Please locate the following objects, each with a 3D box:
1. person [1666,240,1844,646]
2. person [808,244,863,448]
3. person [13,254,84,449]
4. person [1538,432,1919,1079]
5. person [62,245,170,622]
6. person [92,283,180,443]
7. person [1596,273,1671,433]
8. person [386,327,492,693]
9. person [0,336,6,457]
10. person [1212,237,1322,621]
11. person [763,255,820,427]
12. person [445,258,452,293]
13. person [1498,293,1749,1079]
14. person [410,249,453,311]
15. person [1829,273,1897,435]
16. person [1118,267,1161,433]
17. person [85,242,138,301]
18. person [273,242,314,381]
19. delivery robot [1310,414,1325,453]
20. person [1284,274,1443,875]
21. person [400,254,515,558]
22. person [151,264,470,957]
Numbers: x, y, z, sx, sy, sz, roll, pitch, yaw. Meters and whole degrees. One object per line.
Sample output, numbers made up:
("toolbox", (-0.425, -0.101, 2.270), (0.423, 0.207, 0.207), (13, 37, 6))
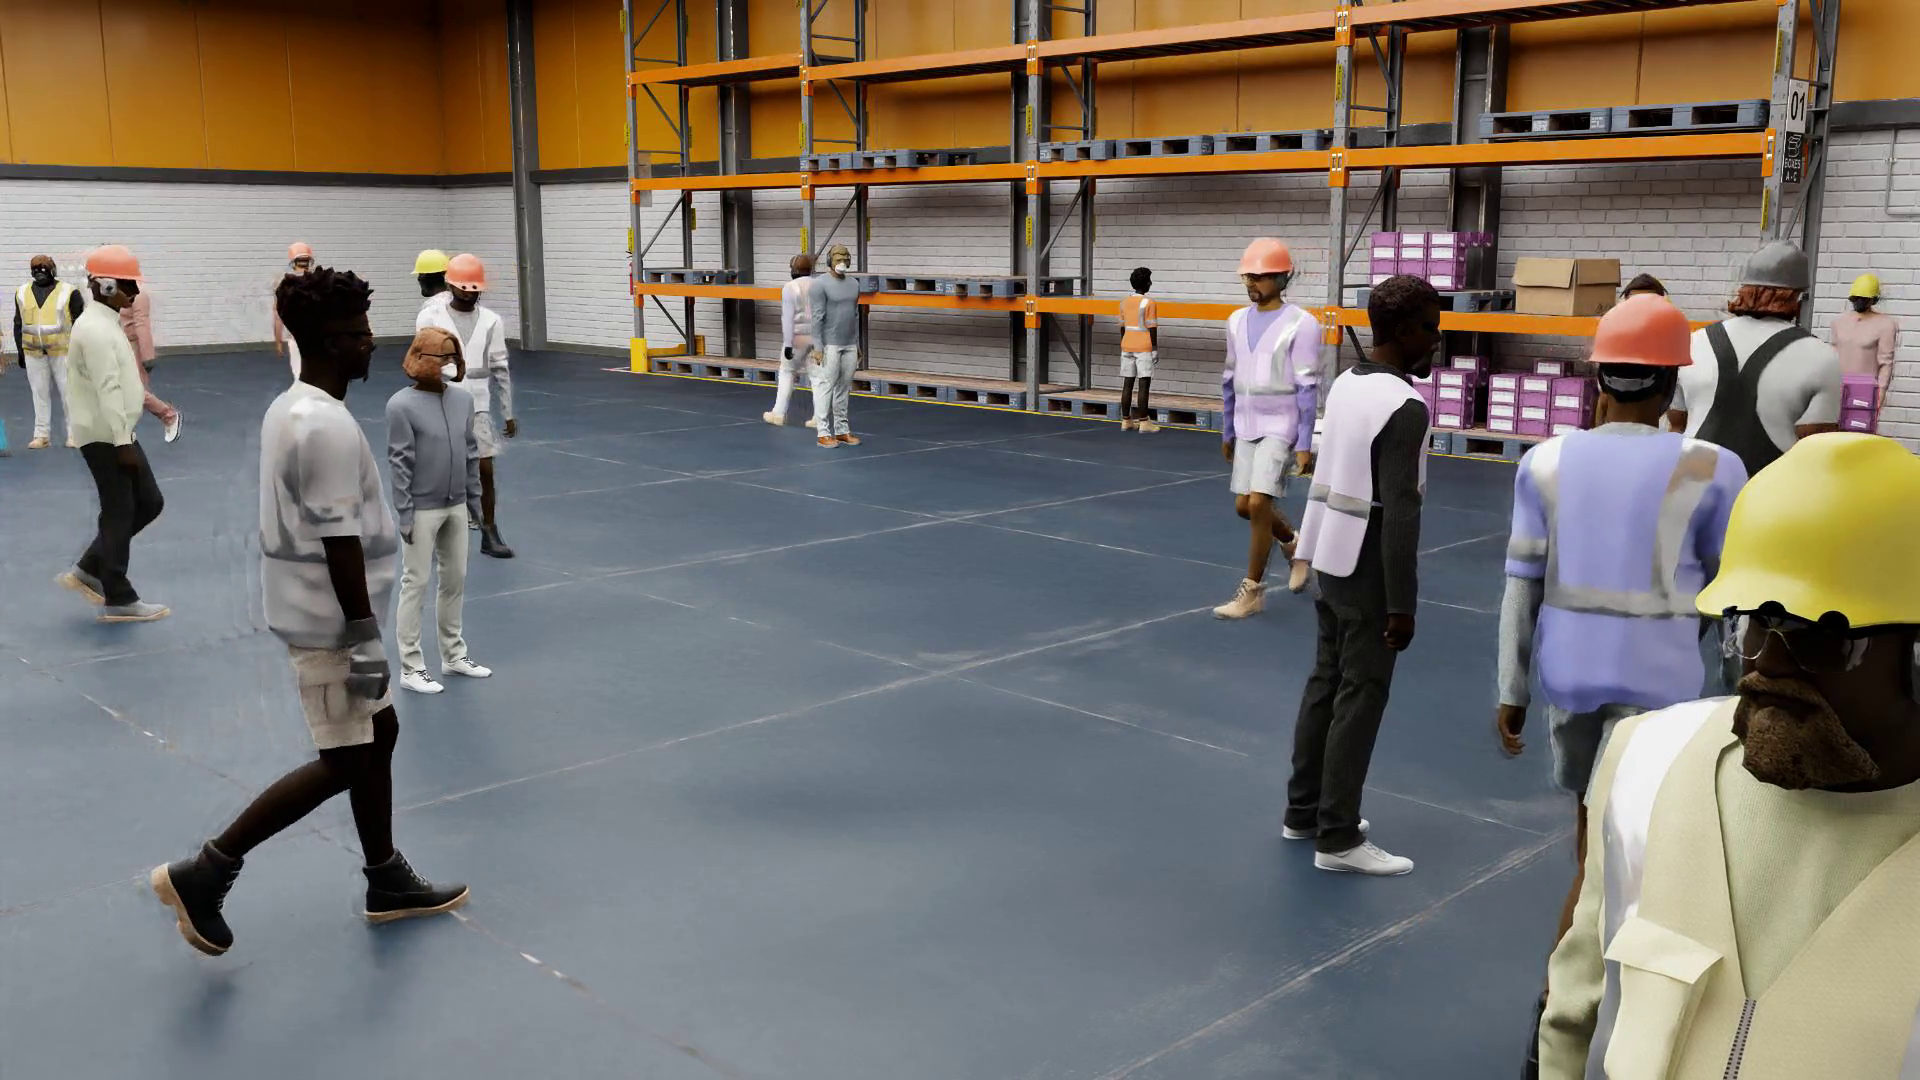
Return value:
("person", (3.139, -0.205, 6.661), (0.845, 2.000, 0.688), (-10, 14, -42))
("person", (-1.178, -1.855, 15.942), (0.352, 1.936, 0.635), (8, 13, 39))
("person", (-8.663, -1.787, 15.835), (0.627, 1.843, 0.429), (-2, 11, -9))
("person", (0.869, 0.796, 1.768), (0.404, 1.832, 0.600), (-9, 13, -39))
("person", (-4.406, -0.540, 8.667), (0.467, 1.971, 0.611), (-3, 11, -18))
("person", (-7.813, -1.767, 15.638), (0.645, 1.879, 0.748), (5, 11, 24))
("person", (3.673, -0.523, 8.981), (0.513, 1.834, 0.892), (3, 11, 15))
("person", (-2.331, -0.136, 7.431), (0.288, 1.626, 0.497), (5, 12, 27))
("person", (-9.144, -1.652, 15.217), (0.936, 1.786, 0.597), (3, 11, 15))
("person", (1.680, -0.596, 8.879), (0.788, 2.022, 0.611), (-8, 13, -36))
("person", (-1.736, -2.096, 17.604), (0.866, 1.806, 0.651), (10, 14, 43))
("person", (-8.829, -4.118, 29.114), (0.509, 1.631, 0.267), (-5, 12, -25))
("person", (1.671, 0.332, 4.184), (0.555, 1.876, 1.035), (10, 14, 42))
("person", (-3.879, -1.207, 12.473), (0.415, 1.913, 0.584), (0, 10, 1))
("person", (6.910, -1.181, 12.812), (0.574, 1.735, 0.540), (-8, 13, -36))
("person", (1.845, -1.946, 17.093), (0.319, 1.697, 0.532), (-8, 13, -37))
("person", (-9.409, -2.323, 18.490), (0.370, 1.940, 0.627), (5, 11, 24))
("person", (-6.775, -2.109, 17.281), (0.627, 1.966, 0.896), (-6, 12, -31))
("delivery robot", (3.208, -0.895, 14.223), (0.707, 0.478, 0.477), (6, 12, 27))
("person", (1.298, 0.114, 5.322), (0.409, 1.904, 0.604), (-1, 10, -7))
("person", (-3.148, -0.820, 10.370), (0.724, 1.915, 0.546), (-6, 12, -31))
("person", (-1.846, 0.210, 4.657), (0.789, 1.947, 0.604), (-5, 12, -27))
